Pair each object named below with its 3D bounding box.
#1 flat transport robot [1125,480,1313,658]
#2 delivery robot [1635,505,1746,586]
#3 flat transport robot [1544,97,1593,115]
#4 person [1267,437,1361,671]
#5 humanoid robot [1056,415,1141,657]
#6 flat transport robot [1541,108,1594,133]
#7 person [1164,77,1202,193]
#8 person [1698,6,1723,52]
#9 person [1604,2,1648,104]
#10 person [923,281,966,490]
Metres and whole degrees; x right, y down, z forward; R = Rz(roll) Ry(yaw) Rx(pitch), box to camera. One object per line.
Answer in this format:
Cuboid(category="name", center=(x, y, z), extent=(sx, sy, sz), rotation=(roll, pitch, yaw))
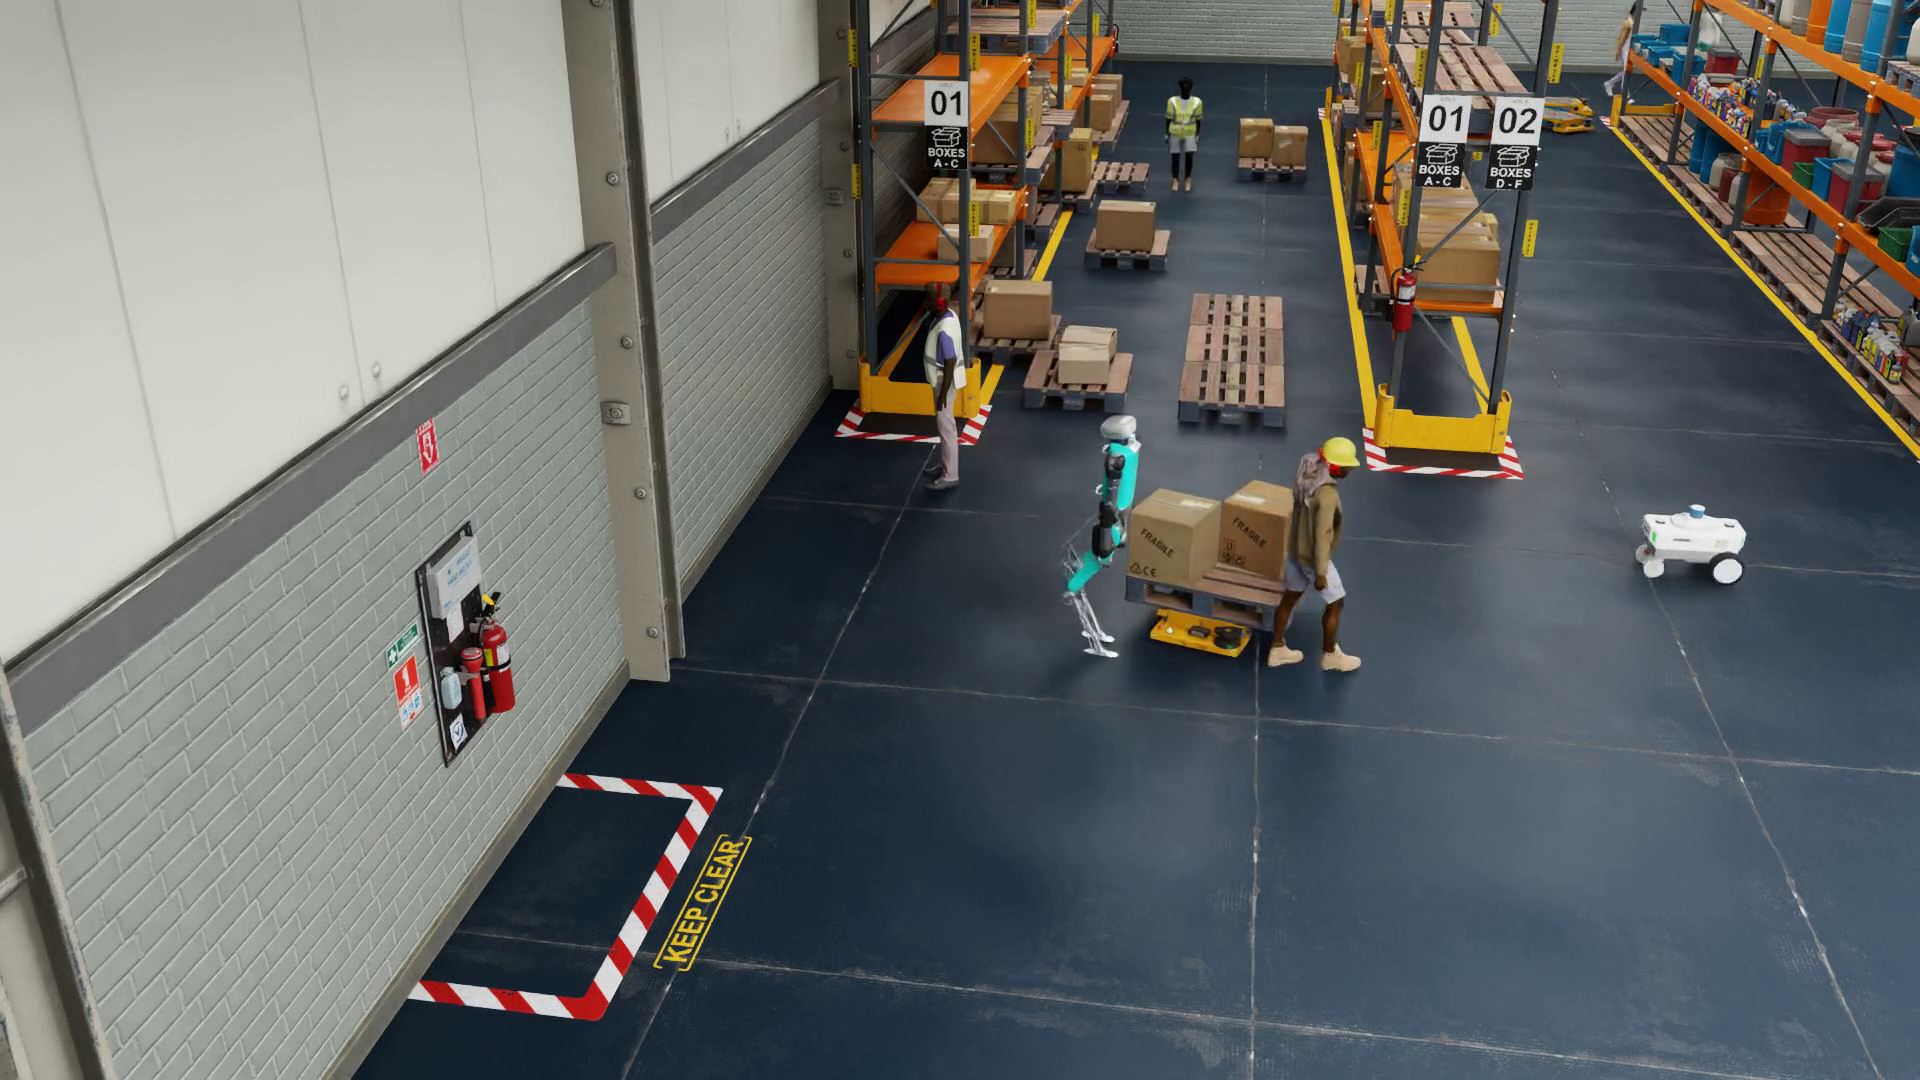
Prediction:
Cuboid(category="flat transport robot", center=(1.975, 0.439, 12.417), extent=(0.659, 0.231, 1.431), rotation=(12, 28, 24))
Cuboid(category="delivery robot", center=(5.732, 0.027, 12.983), extent=(0.807, 0.613, 0.499), rotation=(3, 25, 7))
Cuboid(category="flat transport robot", center=(10.708, -7.892, 30.248), extent=(1.431, 0.231, 0.659), rotation=(4, 25, 9))
Cuboid(category="person", center=(2.505, 0.099, 11.414), extent=(0.738, 1.724, 0.585), rotation=(-3, 25, -7))
Cuboid(category="humanoid robot", center=(0.910, -0.050, 11.704), extent=(0.662, 1.779, 0.533), rotation=(9, 26, 18))
Cuboid(category="flat transport robot", center=(10.323, -7.355, 29.099), extent=(0.659, 0.231, 1.431), rotation=(-12, 28, -24))
Cuboid(category="person", center=(3.256, -5.925, 24.376), extent=(0.543, 1.681, 0.529), rotation=(4, 25, 9))
Cuboid(category="person", center=(14.474, -9.615, 32.183), extent=(0.438, 1.759, 0.538), rotation=(-4, 25, -8))
Cuboid(category="person", center=(12.461, -9.136, 31.061), extent=(0.533, 1.835, 0.765), rotation=(-14, 28, -27))
Cuboid(category="person", center=(-0.131, -1.339, 14.364), extent=(0.374, 1.840, 0.569), rotation=(-1, 25, -2))
